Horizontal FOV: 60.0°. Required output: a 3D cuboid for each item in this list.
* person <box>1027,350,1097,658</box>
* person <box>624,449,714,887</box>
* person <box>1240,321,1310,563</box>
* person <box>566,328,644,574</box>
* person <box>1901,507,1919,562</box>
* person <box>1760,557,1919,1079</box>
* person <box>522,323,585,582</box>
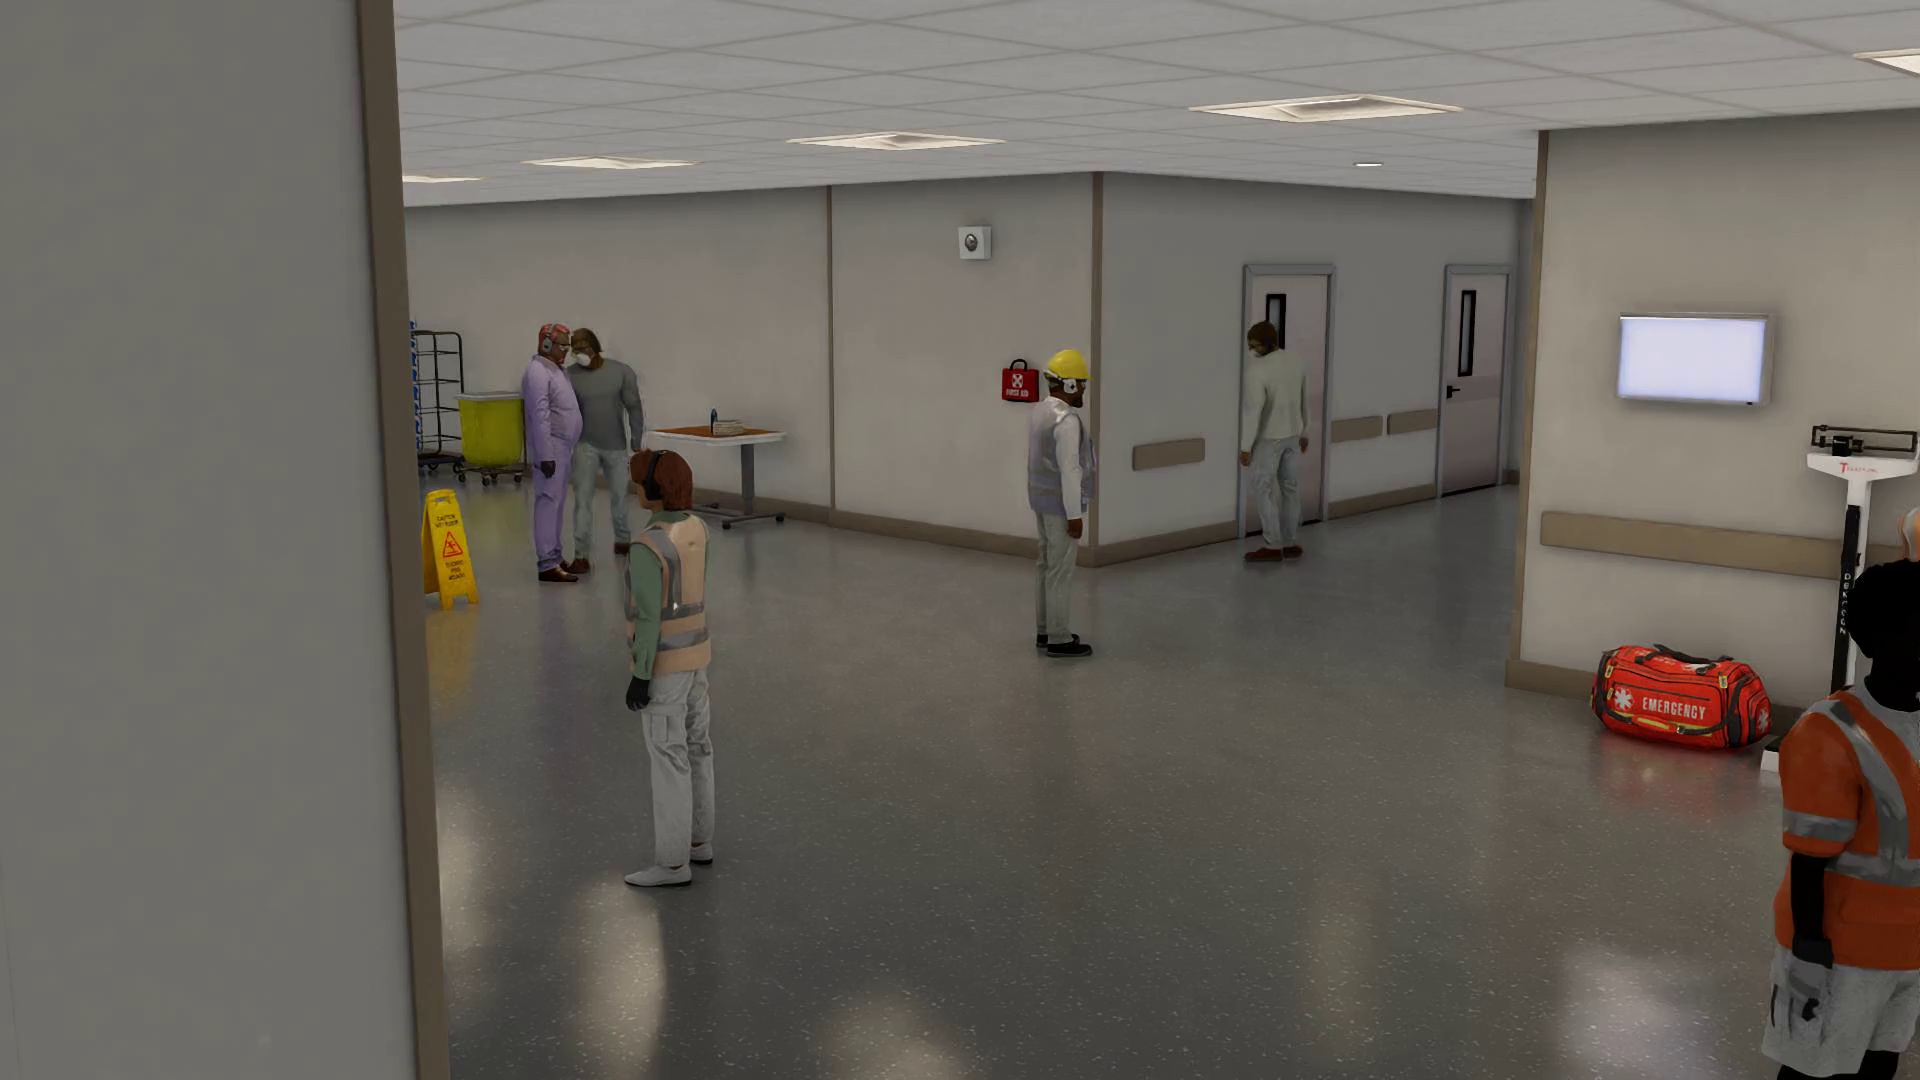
[{"bbox_3d":[0.607,-0.215,9.911,0.403,1.824,0.590,-2,10,-14],"label":"person"},{"bbox_3d":[-1.086,0.475,6.226,0.308,1.641,0.514,2,10,14],"label":"person"},{"bbox_3d":[2.520,-0.776,13.136,0.741,1.902,0.350,-7,12,-37],"label":"person"},{"bbox_3d":[-2.789,-0.710,12.863,0.682,1.871,0.924,-2,10,-13],"label":"person"},{"bbox_3d":[3.887,0.437,6.493,0.371,1.634,0.536,-4,10,-21],"label":"person"},{"bbox_3d":[1.970,0.872,3.616,0.538,1.695,0.319,-5,11,-29],"label":"person"},{"bbox_3d":[-2.995,-0.649,12.322,0.407,1.902,0.639,-1,9,-3],"label":"person"}]
